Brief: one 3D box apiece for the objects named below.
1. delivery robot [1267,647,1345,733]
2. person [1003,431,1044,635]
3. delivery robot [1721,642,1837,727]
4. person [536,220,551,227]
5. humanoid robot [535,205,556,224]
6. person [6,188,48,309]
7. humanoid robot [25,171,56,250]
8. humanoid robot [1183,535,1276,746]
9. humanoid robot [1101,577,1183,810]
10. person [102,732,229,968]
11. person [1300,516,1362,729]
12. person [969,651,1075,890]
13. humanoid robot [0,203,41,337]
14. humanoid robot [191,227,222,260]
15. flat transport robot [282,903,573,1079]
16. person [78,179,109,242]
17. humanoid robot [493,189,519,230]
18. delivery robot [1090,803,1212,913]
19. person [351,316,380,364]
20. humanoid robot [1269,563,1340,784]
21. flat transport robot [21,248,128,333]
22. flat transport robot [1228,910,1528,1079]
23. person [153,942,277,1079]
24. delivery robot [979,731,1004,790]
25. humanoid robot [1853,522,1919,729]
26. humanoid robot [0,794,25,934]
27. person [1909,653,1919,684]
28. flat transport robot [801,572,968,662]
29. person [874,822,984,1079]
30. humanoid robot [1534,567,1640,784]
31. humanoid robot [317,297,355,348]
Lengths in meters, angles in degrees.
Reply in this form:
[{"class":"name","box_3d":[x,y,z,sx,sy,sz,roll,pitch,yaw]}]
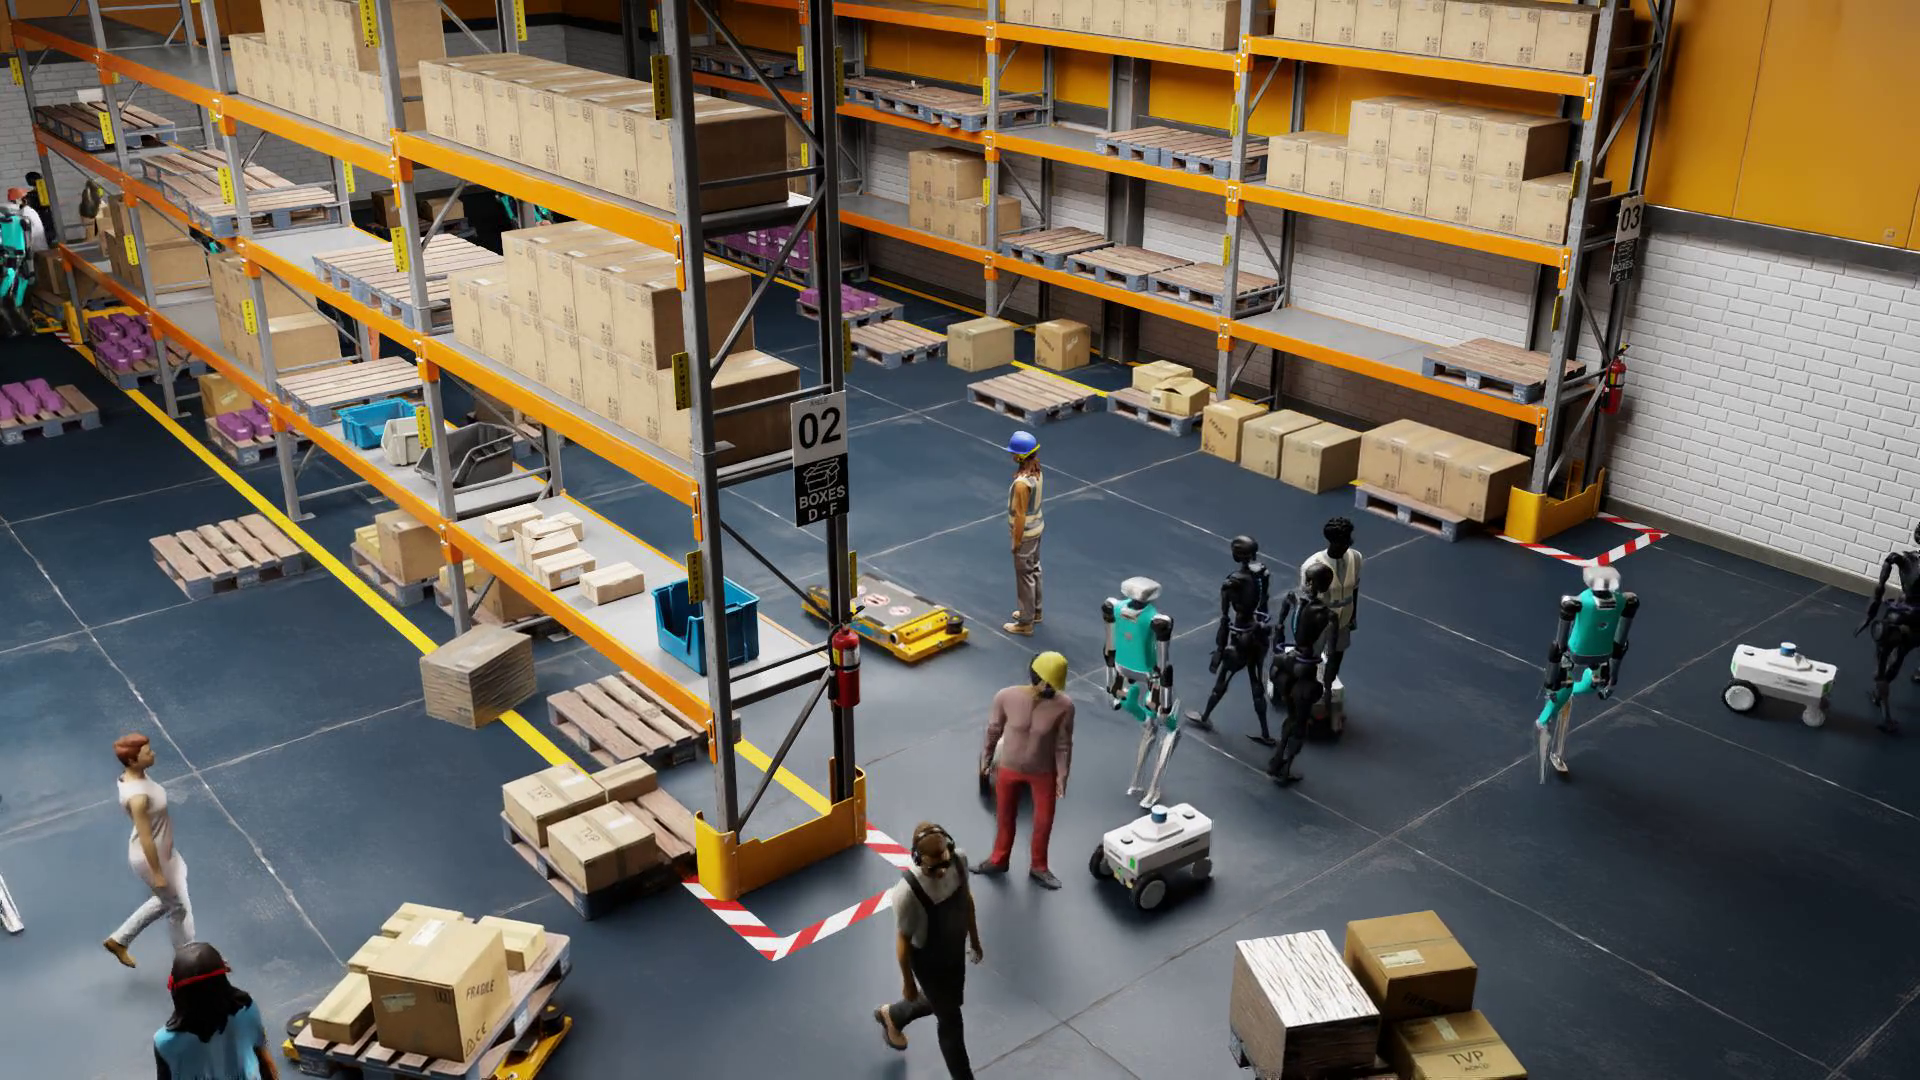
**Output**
[{"class":"delivery robot","box_3d":[2.679,1.094,12.717,0.499,0.569,0.749,-2,23,-4]},{"class":"person","box_3d":[0.531,-0.064,13.900,0.329,1.768,0.458,6,24,13]},{"class":"delivery robot","box_3d":[6.310,1.069,12.791,0.774,0.581,0.499,14,27,30]},{"class":"person","box_3d":[-5.052,-3.011,20.552,0.408,1.906,0.651,8,24,17]},{"class":"humanoid robot","box_3d":[-6.689,-5.407,26.378,0.710,1.835,0.531,15,28,31]},{"class":"person","box_3d":[-12.850,-4.050,23.188,0.579,1.716,0.589,-7,24,-16]},{"class":"humanoid robot","box_3d":[-13.511,-4.640,24.656,0.660,1.647,0.597,0,23,0]},{"class":"humanoid robot","box_3d":[2.056,0.705,12.267,0.609,1.627,0.714,-21,31,-40]},{"class":"humanoid robot","box_3d":[1.314,1.015,11.422,0.532,1.774,0.675,18,29,35]},{"class":"person","box_3d":[-4.706,1.855,9.612,0.568,1.643,0.447,-11,25,-23]},{"class":"person","box_3d":[2.753,0.601,12.459,0.535,1.691,0.319,-10,25,-23]},{"class":"person","box_3d":[0.359,1.447,10.463,0.691,1.721,0.339,3,24,7]},{"class":"humanoid robot","box_3d":[-12.506,-3.500,21.875,0.538,1.762,0.711,5,24,11]},{"class":"humanoid robot","box_3d":[-10.366,-4.060,23.293,0.673,1.880,0.546,-1,23,-3]},{"class":"flat transport robot","box_3d":[-2.974,2.741,9.297,1.431,0.231,0.659,6,24,14]},{"class":"person","box_3d":[-11.912,-4.107,23.162,0.561,1.848,0.777,5,24,12]},{"class":"humanoid robot","box_3d":[-7.180,-5.562,26.781,0.543,1.883,0.702,-18,29,-35]},{"class":"delivery robot","box_3d":[1.260,1.984,10.683,0.793,0.590,0.499,-15,27,-31]},{"class":"person","box_3d":[-7.176,-2.726,20.082,0.503,1.758,0.329,14,27,29]},{"class":"humanoid robot","box_3d":[2.385,0.930,11.715,0.381,1.642,0.598,-16,28,-32]},{"class":"flat transport robot","box_3d":[-12.032,-3.112,22.851,1.431,0.231,0.659,-21,31,-40]},{"class":"flat transport robot","box_3d":[2.146,3.004,8.687,0.659,0.231,1.431,-5,24,-11]},{"class":"person","box_3d":[-3.370,2.630,7.557,0.734,1.847,0.553,18,29,36]},{"class":"delivery robot","box_3d":[0.394,1.445,11.944,0.499,0.601,0.798,1,23,2]},{"class":"humanoid robot","box_3d":[7.103,0.618,12.514,0.610,1.661,0.698,1,23,3]},{"class":"humanoid robot","box_3d":[-6.165,1.590,10.093,0.906,1.735,0.541,19,30,38]},{"class":"person","box_3d":[7.819,0.262,12.951,0.548,1.927,0.390,13,27,28]},{"class":"flat transport robot","box_3d":[-0.656,0.634,14.176,0.659,0.231,1.431,-21,31,-39]},{"class":"person","box_3d":[-0.183,2.168,8.690,0.800,1.803,0.565,16,28,33]},{"class":"humanoid robot","box_3d":[4.287,0.947,11.705,0.535,1.855,0.795,-2,23,-4]},{"class":"humanoid robot","box_3d":[-8.157,-3.344,21.683,0.797,1.625,0.601,13,27,28]}]
